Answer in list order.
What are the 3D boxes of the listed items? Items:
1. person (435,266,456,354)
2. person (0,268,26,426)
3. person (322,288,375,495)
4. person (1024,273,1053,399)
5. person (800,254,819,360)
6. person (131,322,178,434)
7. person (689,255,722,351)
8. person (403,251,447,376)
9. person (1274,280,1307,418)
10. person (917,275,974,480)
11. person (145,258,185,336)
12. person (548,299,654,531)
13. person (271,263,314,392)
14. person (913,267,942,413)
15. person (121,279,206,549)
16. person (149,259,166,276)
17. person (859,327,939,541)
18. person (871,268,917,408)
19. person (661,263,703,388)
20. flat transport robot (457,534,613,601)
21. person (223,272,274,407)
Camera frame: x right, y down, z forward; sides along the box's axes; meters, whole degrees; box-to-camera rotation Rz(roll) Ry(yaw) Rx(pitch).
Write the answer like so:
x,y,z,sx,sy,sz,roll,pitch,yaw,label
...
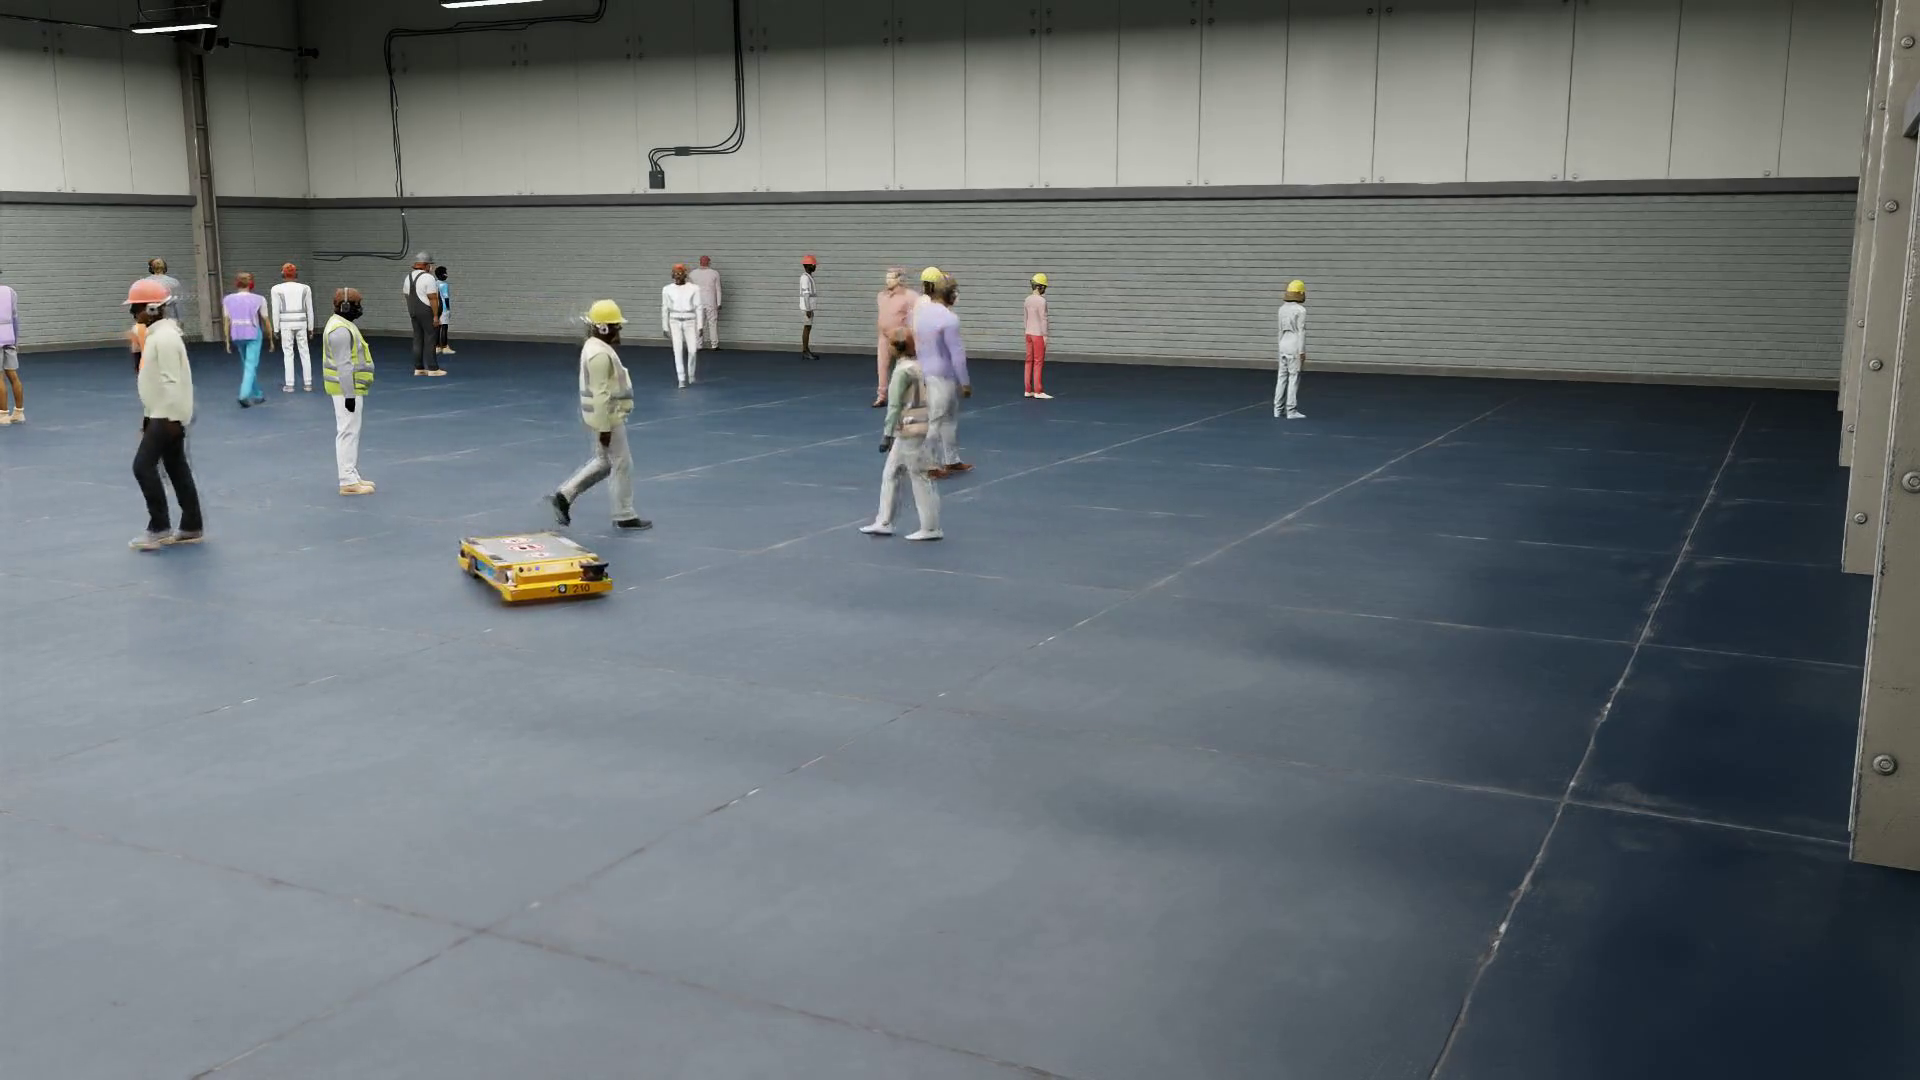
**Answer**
x,y,z,sx,sy,sz,roll,pitch,yaw,label
-10.049,-4.451,32.247,0.535,1.699,0.322,10,14,43,person
-11.650,-2.394,20.090,0.395,2.044,0.609,3,11,14,person
-5.441,-1.324,14.836,0.429,1.835,0.630,-3,11,-17,person
1.097,-2.868,23.453,0.320,1.762,0.522,-6,12,-29,person
-2.787,-4.305,30.798,0.360,1.939,0.543,0,10,-2,person
-8.568,-1.780,17.714,0.542,1.682,0.625,2,11,12,person
-5.049,-4.710,33.097,0.641,1.908,0.407,1,10,3,person
-8.743,-3.714,27.294,0.687,2.000,0.535,7,13,34,person
4.198,-2.395,20.947,0.329,1.735,0.487,-5,12,-27,person
-0.065,-1.519,15.666,0.780,1.914,0.666,-5,12,-25,person
-12.599,-3.485,26.325,0.632,1.940,0.372,-1,10,-4,person
-2.801,-0.953,12.869,0.728,1.807,0.600,-3,11,-17,person
-9.832,-3.128,24.526,0.585,1.882,0.344,-8,13,-35,person
-0.347,-2.203,19.372,0.378,1.924,0.595,-3,11,-16,person
-5.942,-0.913,12.203,0.681,1.968,0.647,-6,12,-29,person
-15.121,-4.368,31.406,0.429,1.844,0.627,-6,12,-29,person
-0.485,-0.786,12.492,0.726,1.605,0.525,1,10,3,person
-0.832,-2.741,22.468,0.653,1.871,0.959,6,12,31,person
-4.184,-3.218,25.035,0.617,1.876,0.406,-1,10,-6,person
-2.844,0.153,11.036,0.652,0.197,1.431,-6,12,-29,flat transport robot
-9.613,-2.703,22.450,0.583,1.802,0.957,0,10,1,person
